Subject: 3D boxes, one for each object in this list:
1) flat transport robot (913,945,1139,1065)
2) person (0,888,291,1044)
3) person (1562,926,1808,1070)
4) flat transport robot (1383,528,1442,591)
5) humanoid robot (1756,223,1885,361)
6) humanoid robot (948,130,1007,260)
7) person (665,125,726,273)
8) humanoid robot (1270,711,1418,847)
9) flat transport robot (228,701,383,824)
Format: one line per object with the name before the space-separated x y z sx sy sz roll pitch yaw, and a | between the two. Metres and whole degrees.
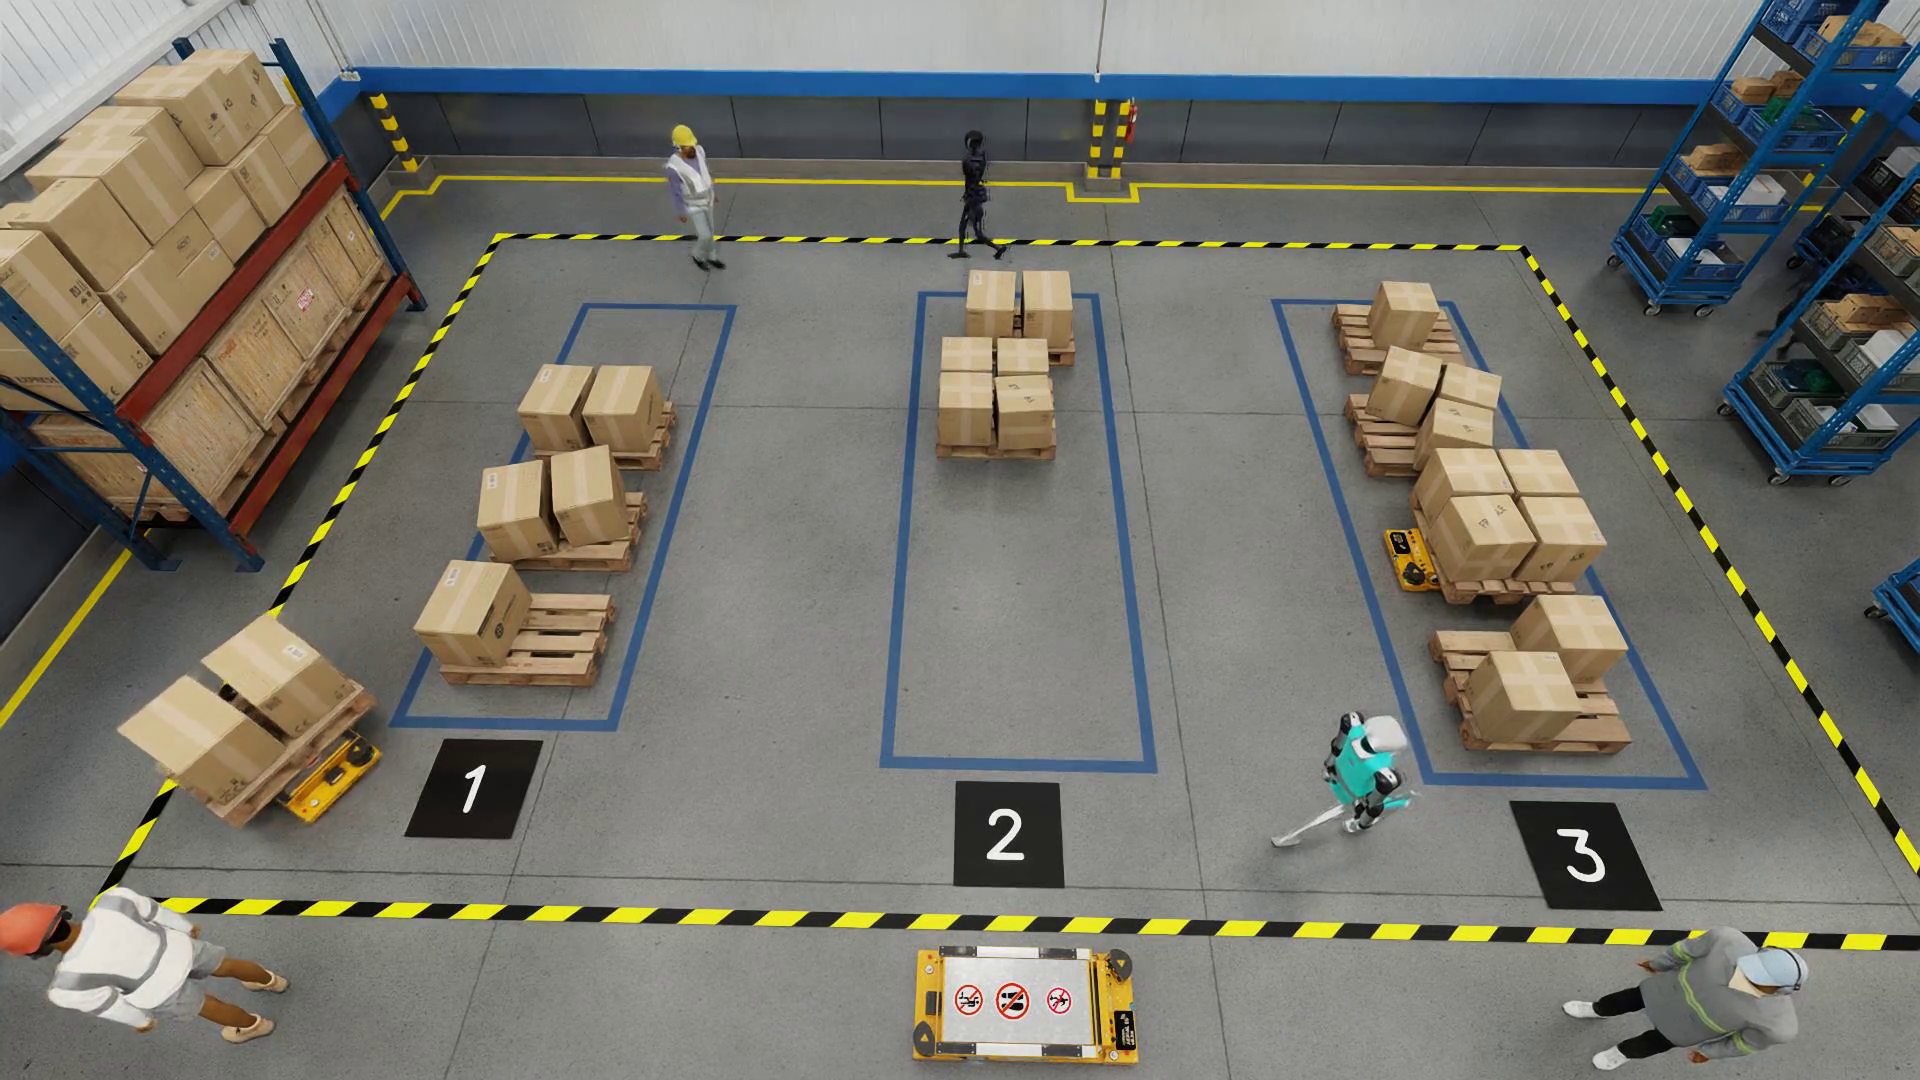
flat transport robot | 0.422 3.041 6.007 1.431 0.231 0.659 1 51 1
person | -4.663 2.501 5.310 0.392 2.034 0.604 -1 51 -1
person | 4.174 2.682 5.277 0.399 1.852 0.589 -6 51 -5
flat transport robot | 4.689 0.155 8.342 1.431 0.197 0.652 1 51 1
humanoid robot | 9.240 -2.657 9.747 0.472 1.644 0.609 -19 53 -15
humanoid robot | 0.219 -4.076 10.919 0.681 1.642 0.608 -7 51 -6
person | -3.044 -3.954 10.702 0.420 1.821 0.588 22 54 17
humanoid robot | 2.791 1.657 6.213 1.047 1.748 0.541 -12 52 -9
flat transport robot | -5.316 1.585 7.176 1.431 0.197 0.652 23 54 18
